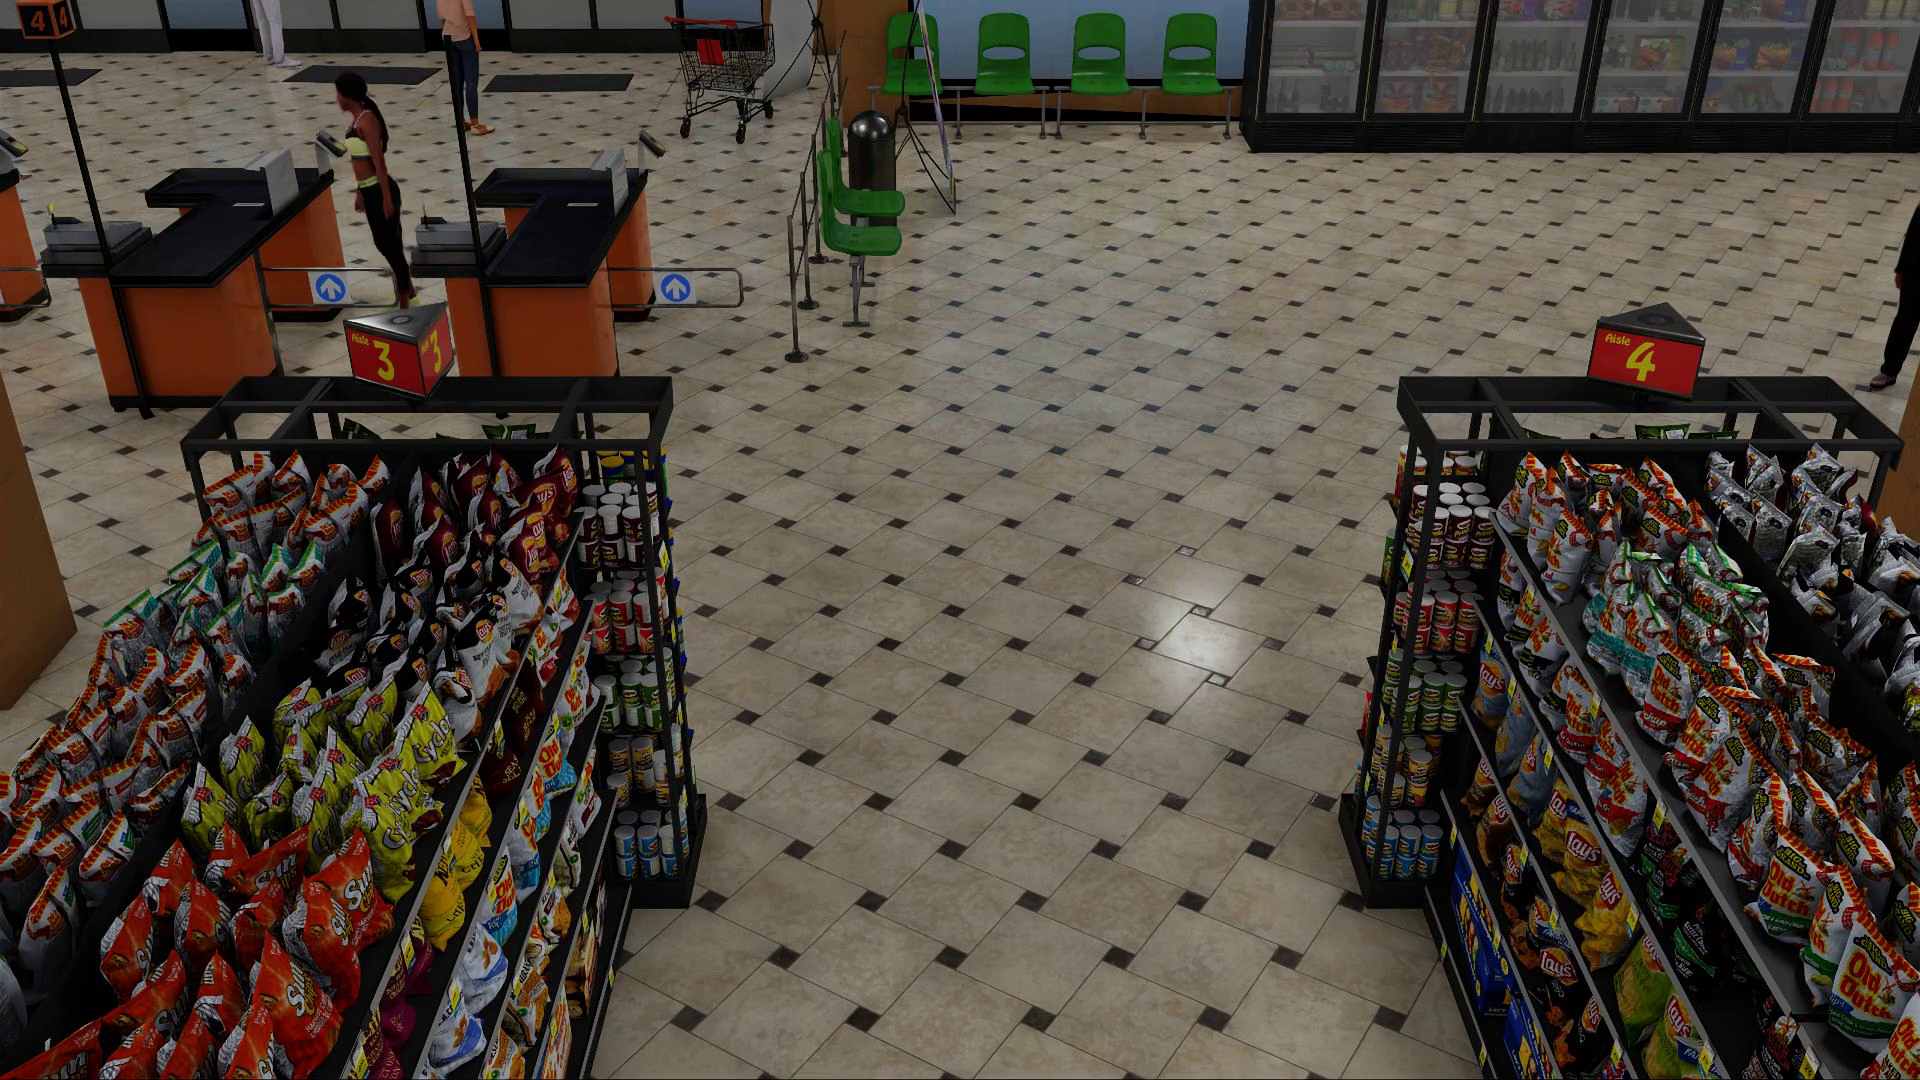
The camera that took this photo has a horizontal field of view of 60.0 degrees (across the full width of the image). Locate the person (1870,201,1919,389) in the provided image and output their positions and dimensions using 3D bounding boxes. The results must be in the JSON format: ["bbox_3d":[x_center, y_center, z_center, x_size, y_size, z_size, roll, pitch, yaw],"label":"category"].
[{"bbox_3d":[6.162,-1.685,10.448,0.770,1.615,0.808,19,34,31],"label":"person"}]

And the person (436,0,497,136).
[{"bbox_3d":[-4.822,-4.829,16.024,0.676,1.790,0.691,17,33,28],"label":"person"}]

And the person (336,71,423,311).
[{"bbox_3d":[-3.981,-2.347,11.541,0.751,1.729,0.901,25,37,37],"label":"person"}]

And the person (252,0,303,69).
[{"bbox_3d":[-7.780,-6.240,18.507,0.742,1.888,0.784,22,36,34],"label":"person"}]
